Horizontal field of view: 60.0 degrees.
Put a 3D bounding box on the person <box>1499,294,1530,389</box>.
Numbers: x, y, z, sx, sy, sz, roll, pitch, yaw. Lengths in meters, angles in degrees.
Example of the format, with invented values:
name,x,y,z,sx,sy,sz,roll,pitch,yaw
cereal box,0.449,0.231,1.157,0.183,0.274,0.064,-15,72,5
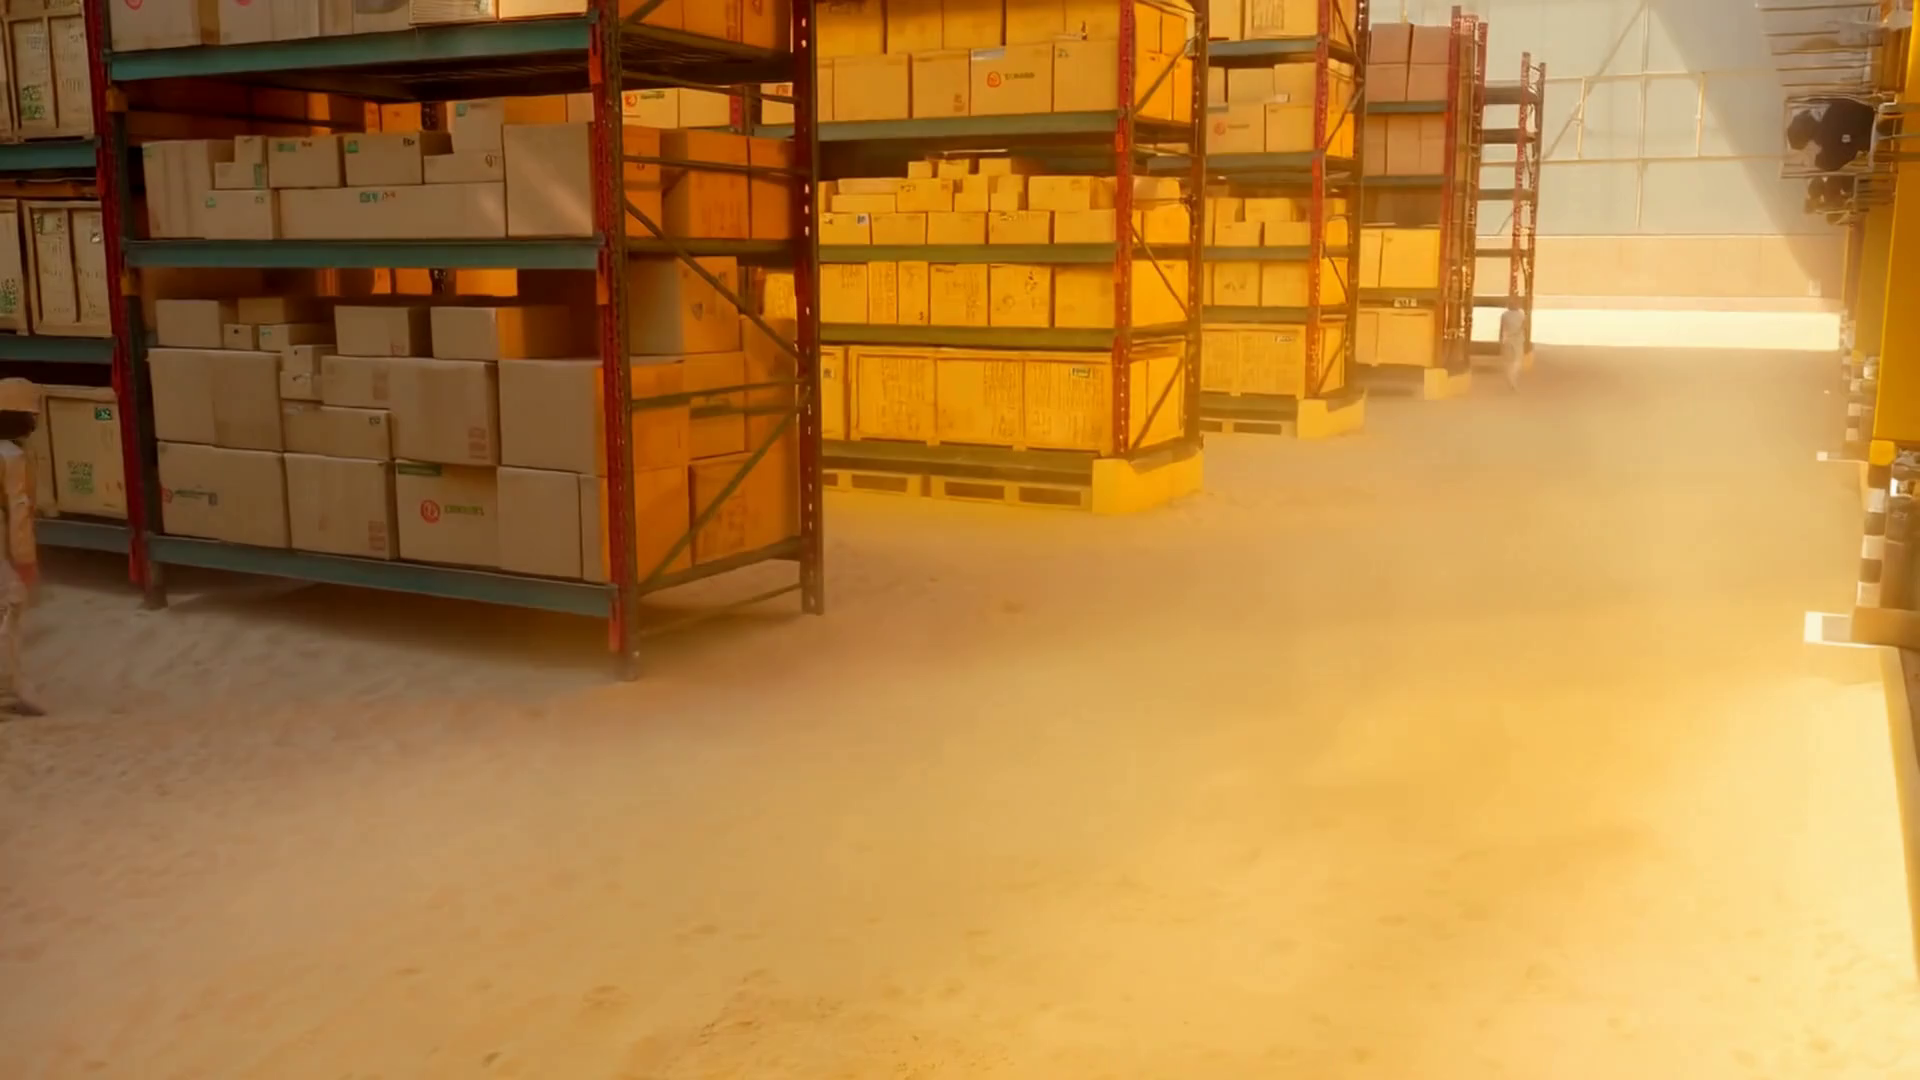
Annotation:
name,x,y,z,sx,sy,sz,roll,pitch,yaw
person,9.506,-3.399,28.564,0.520,1.627,0.378,6,11,31

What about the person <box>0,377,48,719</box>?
name,x,y,z,sx,sy,sz,roll,pitch,yaw
person,-4.787,0.045,8.377,0.424,1.712,0.524,-8,13,-39
